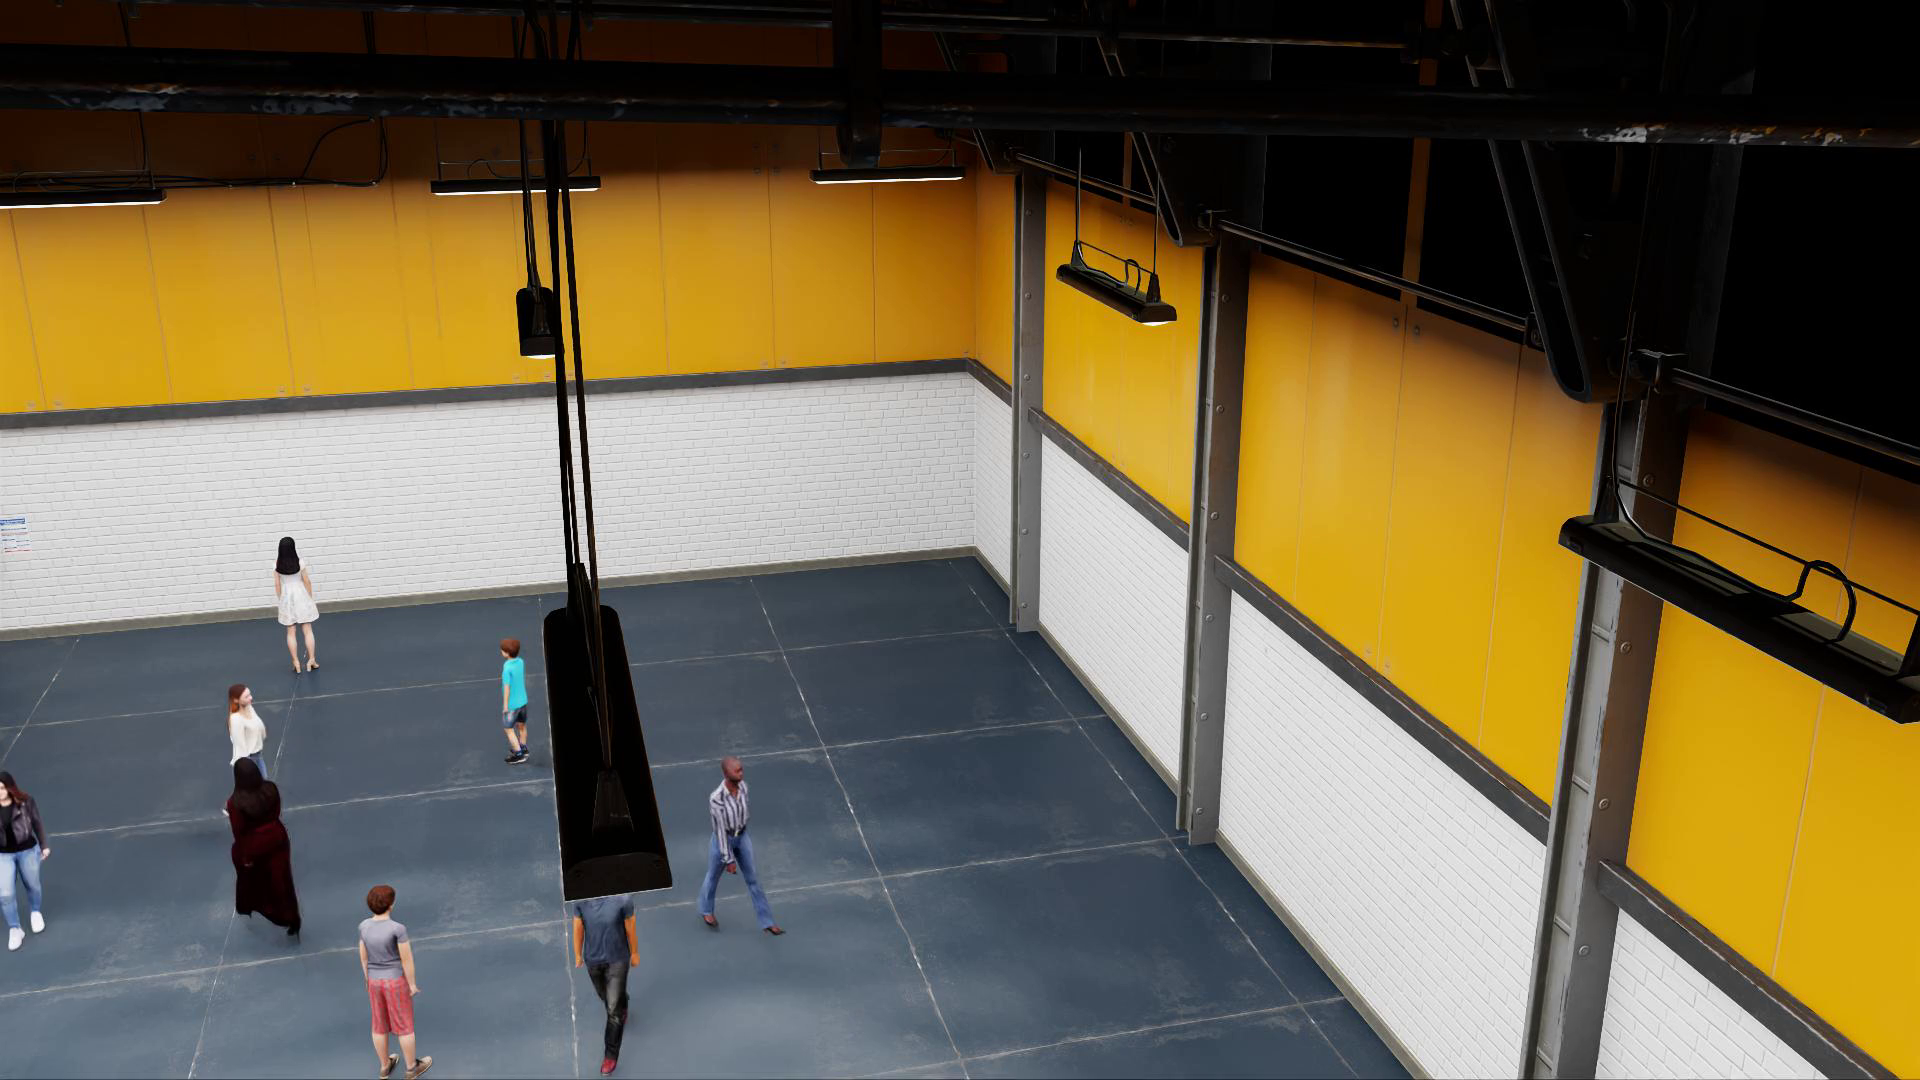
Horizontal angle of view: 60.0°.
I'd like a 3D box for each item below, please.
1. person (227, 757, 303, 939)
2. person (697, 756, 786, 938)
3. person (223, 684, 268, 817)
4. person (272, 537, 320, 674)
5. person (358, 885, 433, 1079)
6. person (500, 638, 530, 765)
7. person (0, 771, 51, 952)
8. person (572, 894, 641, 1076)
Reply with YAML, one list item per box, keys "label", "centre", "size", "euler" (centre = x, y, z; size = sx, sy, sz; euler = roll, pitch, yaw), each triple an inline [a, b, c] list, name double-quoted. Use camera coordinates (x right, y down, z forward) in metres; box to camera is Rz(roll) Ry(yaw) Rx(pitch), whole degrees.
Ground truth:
- label: "person"
  centre: [-6.224, 2.808, 14.959]
  size: [1.227, 1.702, 1.069]
  euler: [15, 24, 38]
- label: "person"
  centre: [-2.154, 2.773, 15.005]
  size: [1.252, 1.739, 1.115]
  euler: [14, 23, 35]
- label: "person"
  centre: [-7.224, 2.231, 16.700]
  size: [0.781, 1.685, 0.798]
  euler: [0, 19, -1]
- label: "person"
  centre: [-8.309, 0.801, 20.802]
  size: [0.651, 1.775, 0.636]
  euler: [-4, 19, -11]
- label: "person"
  centre: [-4.487, 3.476, 13.057]
  size: [0.657, 1.650, 0.661]
  euler: [3, 19, 10]
- label: "person"
  centre: [-4.910, 1.764, 18.455]
  size: [0.701, 1.448, 0.624]
  euler: [6, 20, 18]
- label: "person"
  centre: [-8.539, 2.812, 15.074]
  size: [0.738, 1.620, 0.841]
  euler: [-10, 21, -26]
- label: "person"
  centre: [-2.814, 3.305, 13.375]
  size: [0.949, 1.770, 1.229]
  euler: [3, 19, 7]
